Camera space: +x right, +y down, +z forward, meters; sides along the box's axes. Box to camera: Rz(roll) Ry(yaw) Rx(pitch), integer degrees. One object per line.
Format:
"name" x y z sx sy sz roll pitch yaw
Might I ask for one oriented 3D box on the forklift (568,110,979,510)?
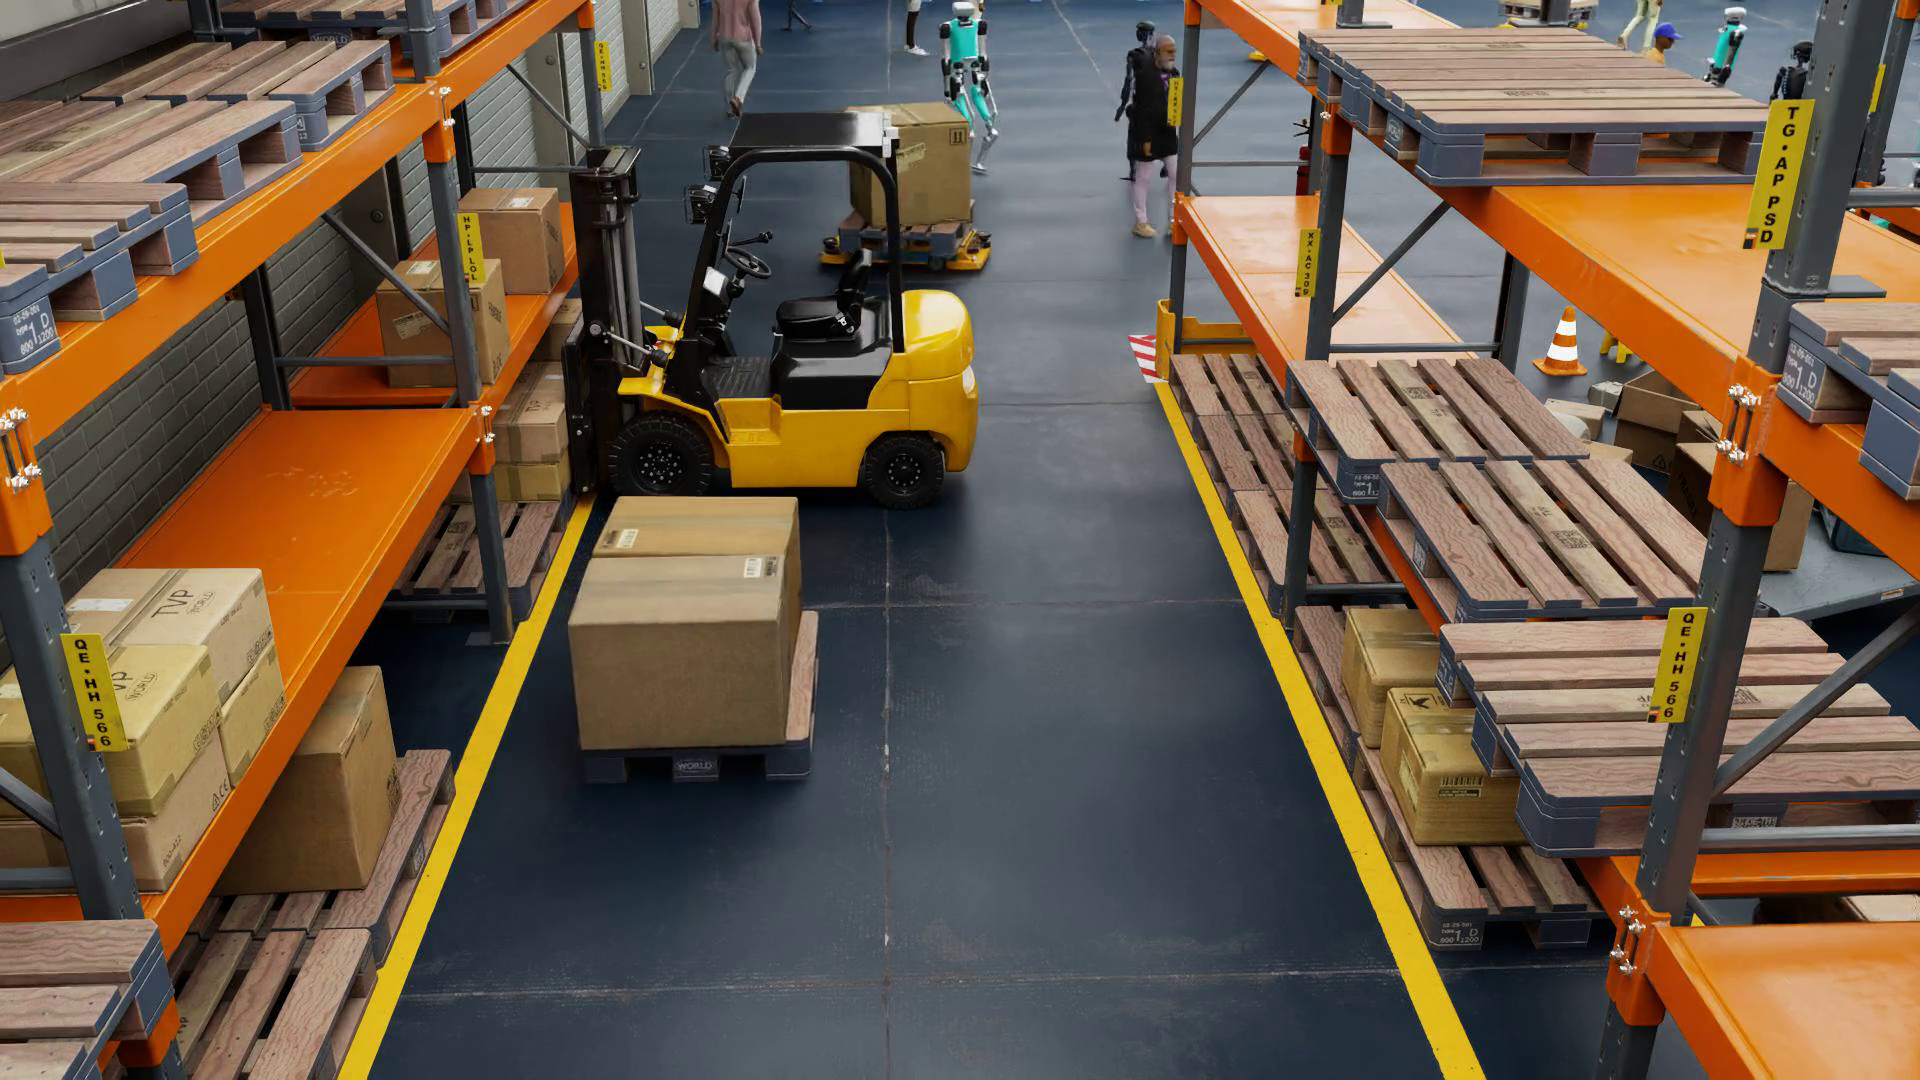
"forklift" -1.043 -1.379 9.976 2.313 2.155 1.214 -1 25 -2

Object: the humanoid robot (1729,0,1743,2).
"humanoid robot" 14.239 -10.674 30.268 0.611 1.646 0.396 -22 33 -38

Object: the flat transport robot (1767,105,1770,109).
"flat transport robot" 8.886 -3.957 17.683 0.659 0.231 1.431 -3 25 -5

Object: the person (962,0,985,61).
"person" 0.215 -7.911 24.327 0.336 1.741 0.562 -11 28 -23

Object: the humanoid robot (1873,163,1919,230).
"humanoid robot" 7.406 -2.617 13.159 0.885 1.790 0.582 5 26 10

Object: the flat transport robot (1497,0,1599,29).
"flat transport robot" 9.543 -8.445 27.187 1.431 0.231 0.659 -16 30 -30

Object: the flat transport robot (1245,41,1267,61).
"flat transport robot" 4.990 -7.299 24.760 0.659 0.231 1.431 22 33 39

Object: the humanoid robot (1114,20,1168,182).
"humanoid robot" 1.938 -4.534 17.270 0.603 1.640 0.576 -22 33 -39

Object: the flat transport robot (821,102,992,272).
"flat transport robot" -0.466 -2.607 14.824 1.431 0.231 0.659 4 26 9

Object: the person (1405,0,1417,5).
"person" 6.876 -8.498 25.473 0.559 1.836 0.386 -21 32 -37

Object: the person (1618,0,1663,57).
"person" 10.118 -8.067 24.511 0.612 1.875 0.544 -15 29 -29

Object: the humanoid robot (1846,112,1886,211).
"humanoid robot" 7.513 -2.966 13.918 0.315 1.658 0.599 -1 25 -1

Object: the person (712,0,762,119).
"person" -2.737 -6.071 20.236 0.691 1.913 0.515 8 27 17

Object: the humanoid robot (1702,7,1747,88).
"humanoid robot" 7.692 -4.729 17.632 0.955 1.779 0.554 6 26 12

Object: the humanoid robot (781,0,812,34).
"humanoid robot" -2.669 -9.025 26.817 0.677 1.632 0.612 14 29 27

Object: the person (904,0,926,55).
"person" -0.679 -8.239 24.863 0.407 1.905 0.548 6 26 12

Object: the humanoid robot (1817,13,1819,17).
"humanoid robot" 14.676 -9.429 27.623 0.549 1.823 0.877 -13 28 -26

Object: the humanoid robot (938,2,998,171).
"humanoid robot" 0.125 -4.745 17.548 0.547 1.733 0.689 -10 27 -20

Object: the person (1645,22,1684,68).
"person" 6.987 -4.344 16.807 0.364 1.714 0.456 7 26 14

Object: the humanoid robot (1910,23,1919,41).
"humanoid robot" 15.150 -8.666 26.008 0.342 1.652 0.599 15 29 28

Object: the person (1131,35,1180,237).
"person" 1.864 -3.651 15.195 0.553 1.834 0.713 -15 29 -28

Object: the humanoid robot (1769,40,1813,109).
"humanoid robot" 8.048 -4.001 16.125 0.389 1.657 0.587 -9 27 -19
